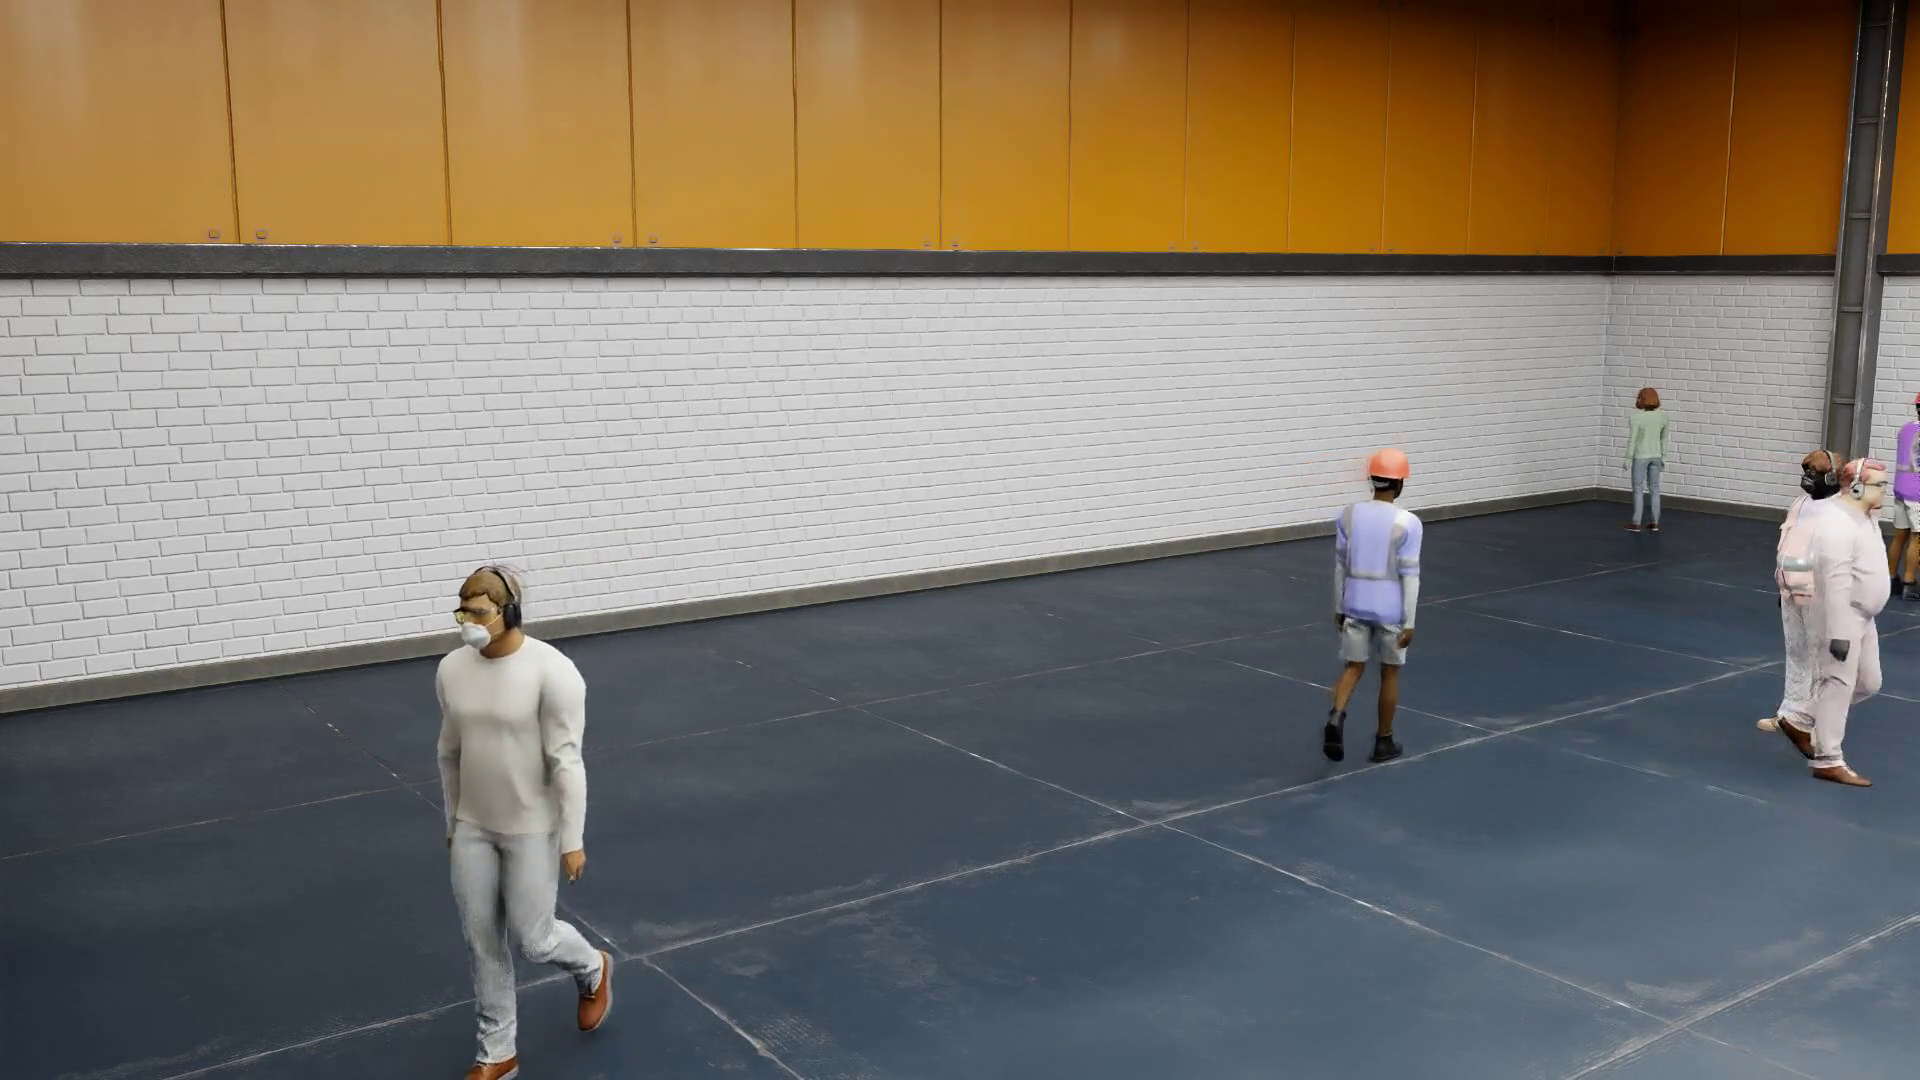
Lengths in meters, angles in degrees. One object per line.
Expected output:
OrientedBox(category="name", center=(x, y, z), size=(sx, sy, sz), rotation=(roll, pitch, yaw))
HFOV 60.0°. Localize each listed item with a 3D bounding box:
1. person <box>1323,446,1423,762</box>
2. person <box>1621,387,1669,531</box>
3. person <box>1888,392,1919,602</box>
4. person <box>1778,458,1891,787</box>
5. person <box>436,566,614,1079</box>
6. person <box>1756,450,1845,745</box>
OrientedBox(category="person", center=(2.427, 0.409, 9.824), size=(0.549, 1.923, 0.683), rotation=(7, 12, 37))
OrientedBox(category="person", center=(7.760, -0.908, 18.840), size=(0.537, 1.634, 0.309), rotation=(-2, 9, -13))
OrientedBox(category="person", center=(8.591, -0.414, 14.898), size=(0.410, 1.927, 0.555), rotation=(1, 9, 6))
OrientedBox(category="person", center=(5.073, 0.463, 9.586), size=(0.487, 1.897, 0.643), rotation=(8, 12, 41))
OrientedBox(category="person", center=(-1.596, 1.024, 6.049), size=(0.639, 1.918, 0.675), rotation=(4, 10, 24))
OrientedBox(category="person", center=(5.331, 0.355, 10.409), size=(0.429, 1.844, 0.627), rotation=(-1, 9, -6))
